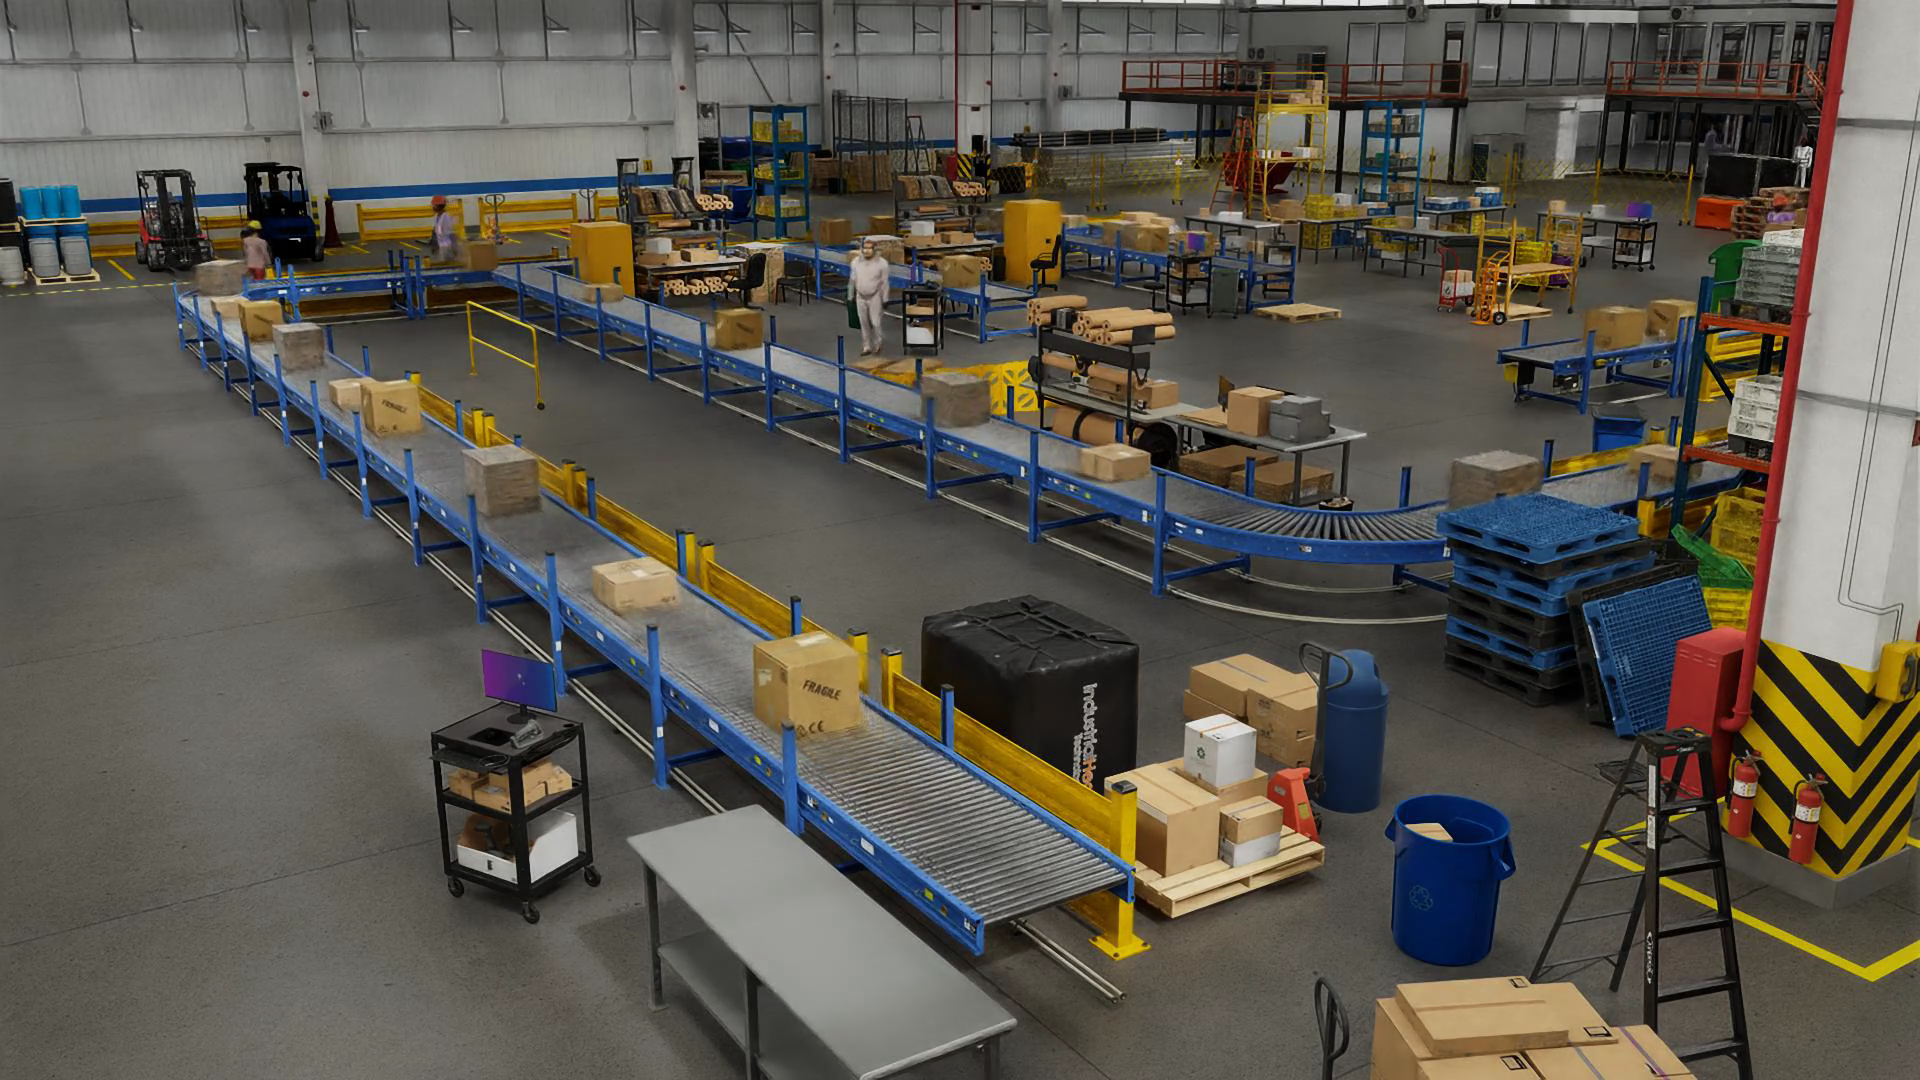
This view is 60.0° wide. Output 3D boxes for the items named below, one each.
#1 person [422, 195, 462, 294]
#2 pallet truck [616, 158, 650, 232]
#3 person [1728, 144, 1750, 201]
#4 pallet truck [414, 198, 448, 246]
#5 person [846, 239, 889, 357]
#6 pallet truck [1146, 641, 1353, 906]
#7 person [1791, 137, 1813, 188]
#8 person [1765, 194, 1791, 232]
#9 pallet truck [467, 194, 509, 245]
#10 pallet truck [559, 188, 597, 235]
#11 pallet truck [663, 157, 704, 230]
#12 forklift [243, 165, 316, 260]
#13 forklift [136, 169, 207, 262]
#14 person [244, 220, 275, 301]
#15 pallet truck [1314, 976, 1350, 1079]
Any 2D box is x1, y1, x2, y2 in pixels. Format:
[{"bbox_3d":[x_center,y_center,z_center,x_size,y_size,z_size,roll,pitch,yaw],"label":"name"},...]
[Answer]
[{"bbox_3d":[-10.408,-5.850,33.171,0.983,2.000,0.640,-13,21,-37],"label":"person"},{"bbox_3d":[-8.918,-9.176,44.255,0.823,1.965,1.885,-9,19,-27],"label":"pallet truck"},{"bbox_3d":[24.033,-11.251,51.326,0.595,1.902,0.460,-3,17,-10],"label":"person"},{"bbox_3d":[-13.250,-8.060,41.856,0.680,1.201,1.601,-10,20,-31],"label":"pallet truck"},{"bbox_3d":[-1.499,-3.903,26.889,0.668,1.894,0.490,5,18,17],"label":"person"},{"bbox_3d":[1.664,1.407,10.232,1.630,1.274,0.653,-10,20,-31],"label":"pallet truck"},{"bbox_3d":[27.945,-12.425,55.262,0.572,1.883,0.354,16,23,42],"label":"person"},{"bbox_3d":[16.970,-6.217,34.547,0.630,1.917,0.542,-9,19,-26],"label":"person"},{"bbox_3d":[-11.983,-8.177,42.137,0.704,1.261,1.522,-11,20,-33],"label":"pallet truck"},{"bbox_3d":[-10.010,-8.652,43.699,0.653,1.274,1.630,-10,20,-31],"label":"pallet truck"},{"bbox_3d":[-7.586,-9.308,44.692,0.823,1.965,1.885,-11,20,-33],"label":"pallet truck"},{"bbox_3d":[-15.898,-7.669,38.708,1.157,1.987,2.680,-11,20,-33],"label":"forklift"},{"bbox_3d":[-17.842,-7.318,37.559,1.157,1.987,2.680,-10,20,-31],"label":"forklift"},{"bbox_3d":[-13.040,-5.109,31.136,0.548,1.741,0.710,8,18,24],"label":"person"},{"bbox_3d":[2.299,2.390,7.086,1.601,1.201,0.680,-2,17,-7],"label":"pallet truck"}]
